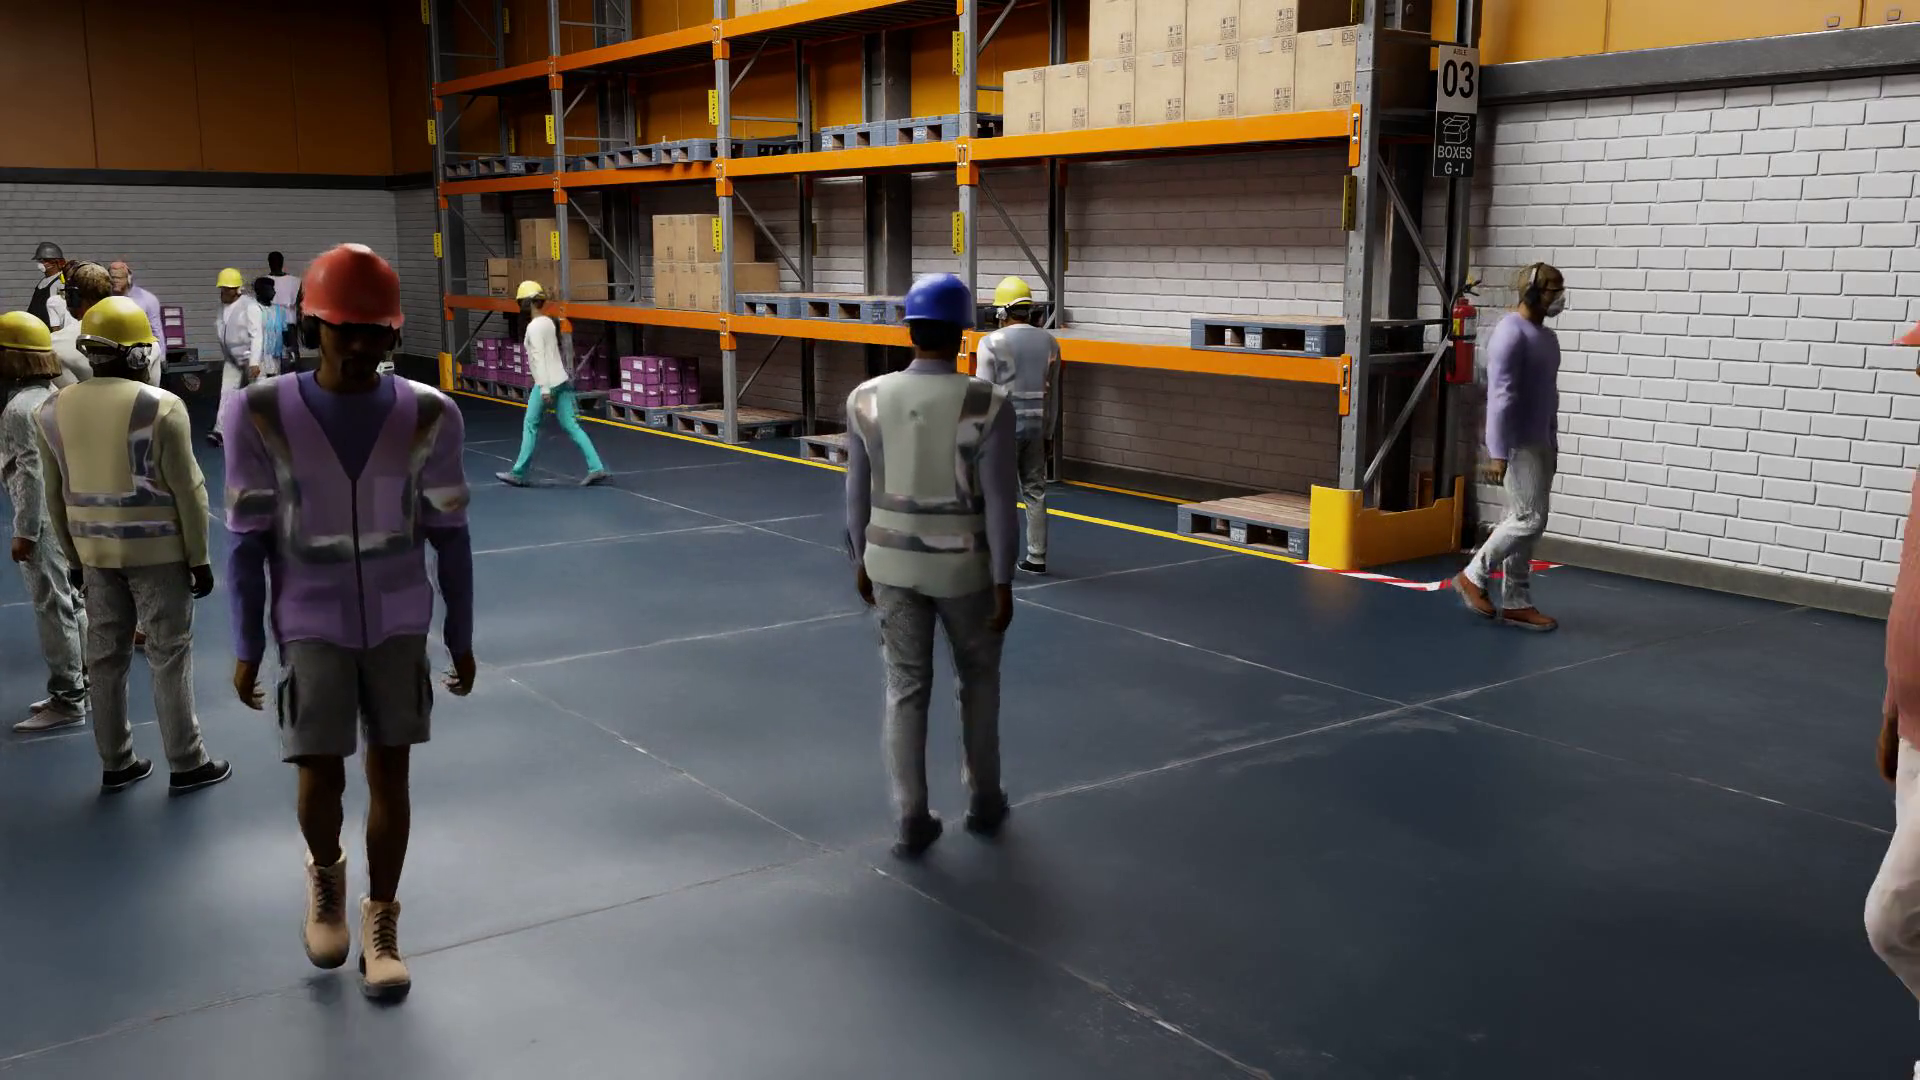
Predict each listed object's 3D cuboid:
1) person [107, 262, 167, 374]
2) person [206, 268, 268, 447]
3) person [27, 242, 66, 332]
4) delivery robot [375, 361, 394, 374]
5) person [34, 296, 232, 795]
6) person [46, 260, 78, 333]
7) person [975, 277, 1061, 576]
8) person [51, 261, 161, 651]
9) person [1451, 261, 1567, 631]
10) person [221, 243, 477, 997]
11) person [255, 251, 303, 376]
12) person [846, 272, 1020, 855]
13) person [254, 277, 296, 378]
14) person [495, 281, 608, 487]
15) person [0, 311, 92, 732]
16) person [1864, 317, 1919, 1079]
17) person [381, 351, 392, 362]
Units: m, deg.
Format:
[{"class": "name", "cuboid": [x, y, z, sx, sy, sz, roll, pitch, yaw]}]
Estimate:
[{"class": "person", "cuboid": [-8.247, -1.834, 16.537, 0.660, 1.856, 0.839, -1, 10, -7]}, {"class": "person", "cuboid": [-7.194, -1.827, 16.657, 0.623, 1.771, 0.954, 4, 11, 22]}, {"class": "person", "cuboid": [-10.052, -2.280, 18.458, 0.689, 2.000, 0.539, 8, 13, 39]}, {"class": "delivery robot", "cuboid": [-8.052, -2.318, 22.570, 0.707, 0.478, 0.477, 3, 11, 17]}, {"class": "person", "cuboid": [-3.011, 0.033, 6.089, 0.590, 1.833, 0.404, 1, 10, 6]}, {"class": "person", "cuboid": [-8.090, -1.634, 15.321, 0.532, 1.869, 0.311, -7, 12, -33]}, {"class": "person", "cuboid": [0.329, -0.666, 10.048, 0.586, 1.824, 0.405, -7, 12, -34]}, {"class": "person", "cuboid": [-4.124, -0.367, 8.031, 0.368, 1.939, 0.632, 4, 11, 20]}, {"class": "person", "cuboid": [2.935, -0.477, 8.672, 0.458, 1.928, 0.654, 8, 13, 38]}, {"class": "person", "cuboid": [-1.591, 0.237, 4.415, 0.623, 2.021, 0.461, -6, 12, -29]}, {"class": "person", "cuboid": [-8.828, -2.786, 21.646, 0.596, 1.914, 0.372, -8, 13, -37]}, {"class": "person", "cuboid": [-0.058, 0.064, 5.658, 0.640, 1.916, 0.707, 3, 11, 15]}, {"class": "person", "cuboid": [-7.758, -2.094, 18.473, 0.811, 1.663, 0.535, 4, 11, 23]}, {"class": "person", "cuboid": [-3.397, -1.275, 13.765, 0.932, 1.714, 0.561, 1, 10, 8]}, {"class": "person", "cuboid": [-3.855, -0.078, 6.953, 0.290, 1.746, 0.486, -3, 11, -16]}, {"class": "person", "cuboid": [2.118, 0.410, 3.549, 0.434, 1.980, 0.650, 1, 10, 7]}, {"class": "person", "cuboid": [-8.924, -3.324, 25.516, 0.505, 1.615, 0.381, -1, 10, -8]}]
